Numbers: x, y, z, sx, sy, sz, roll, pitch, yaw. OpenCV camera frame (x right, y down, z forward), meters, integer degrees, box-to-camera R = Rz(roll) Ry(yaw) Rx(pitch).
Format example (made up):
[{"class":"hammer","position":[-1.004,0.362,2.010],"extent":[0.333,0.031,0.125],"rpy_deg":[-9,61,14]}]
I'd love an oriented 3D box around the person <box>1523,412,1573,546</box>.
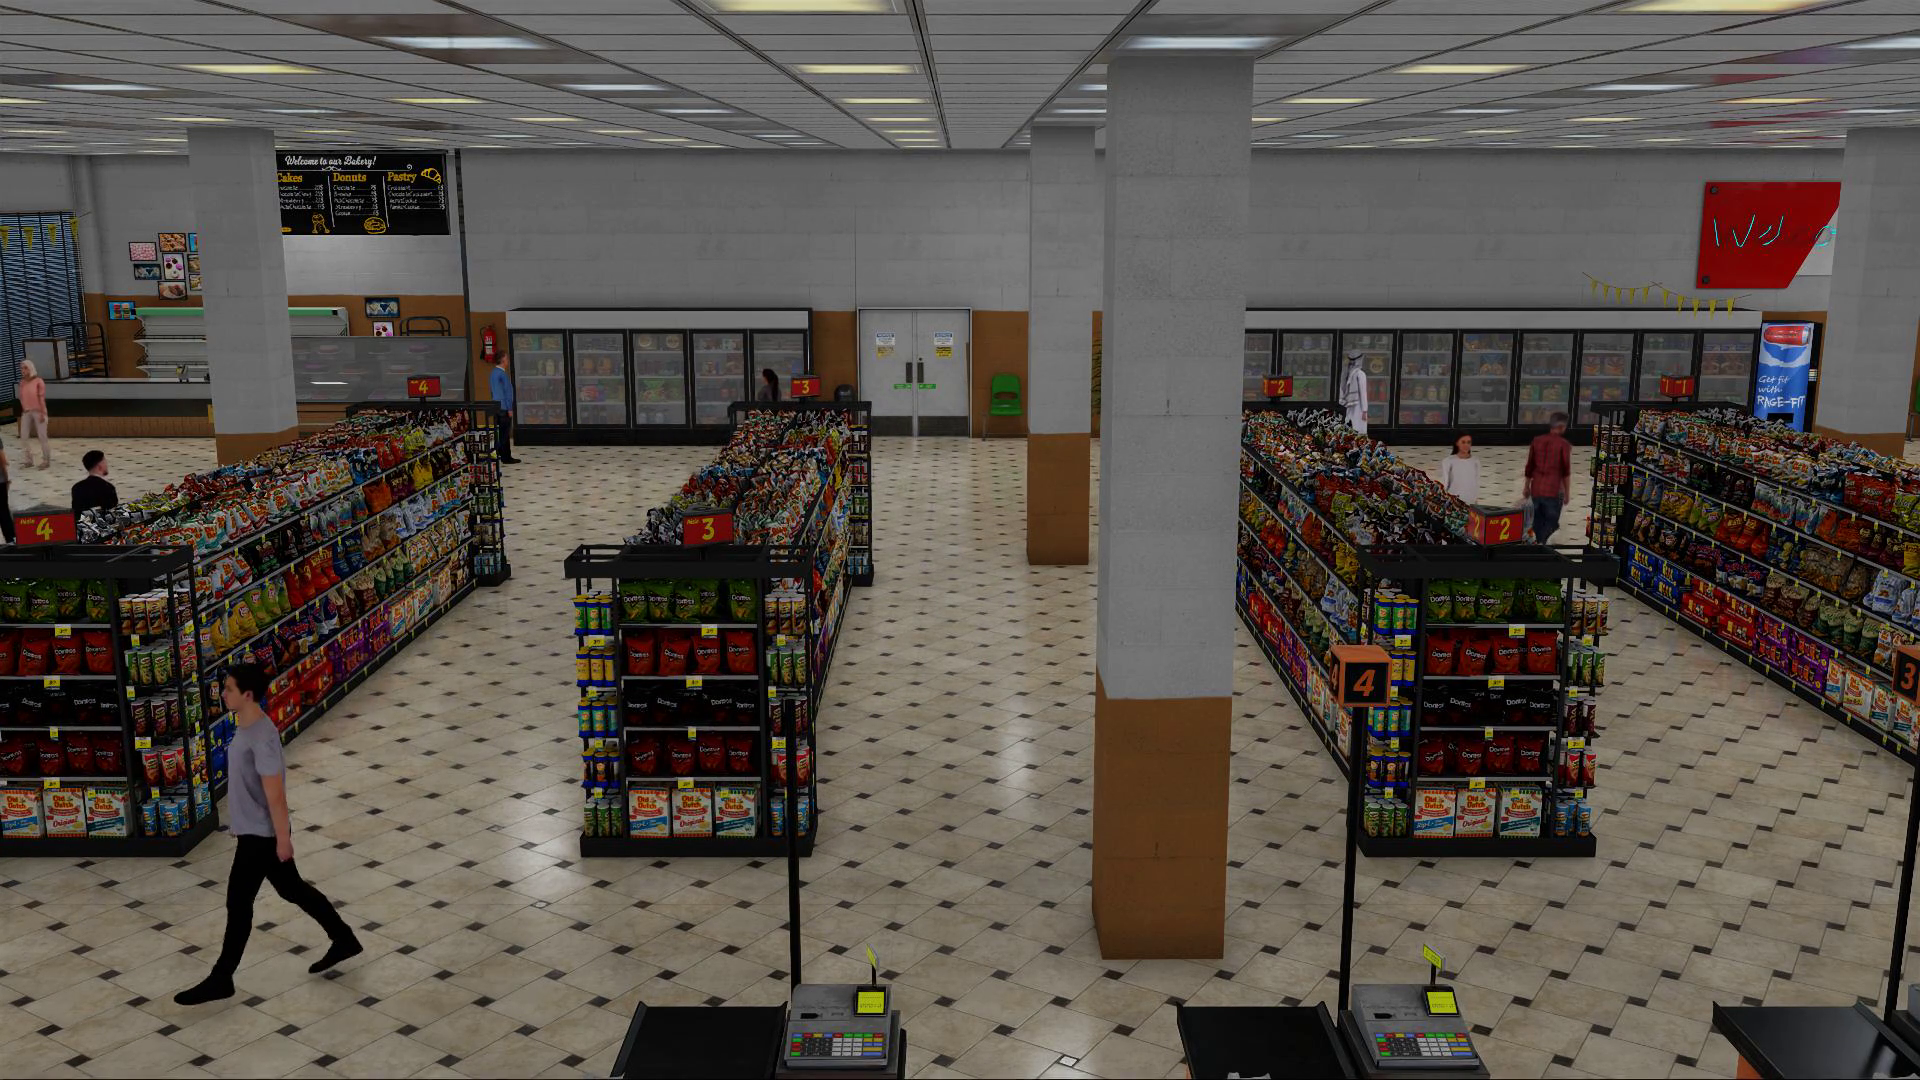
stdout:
[{"class":"person","position":[6.740,-0.556,19.162],"extent":[1.079,1.803,1.078],"rpy_deg":[-10,15,-38]}]

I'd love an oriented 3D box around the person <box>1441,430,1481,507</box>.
[{"class":"person","position":[5.600,-0.399,18.700],"extent":[0.613,1.686,0.556],"rpy_deg":[-1,12,-6]}]

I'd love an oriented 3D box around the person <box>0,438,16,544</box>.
[{"class":"person","position":[-11.457,-0.623,19.653],"extent":[1.038,1.730,1.176],"rpy_deg":[-9,15,-36]}]

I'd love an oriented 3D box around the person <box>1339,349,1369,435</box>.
[{"class":"person","position":[6.060,-1.975,25.601],"extent":[0.857,1.926,0.754],"rpy_deg":[-7,14,-29]}]

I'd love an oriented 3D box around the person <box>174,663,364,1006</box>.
[{"class":"person","position":[-3.677,1.572,9.014],"extent":[1.126,1.819,1.251],"rpy_deg":[-6,14,-28]}]

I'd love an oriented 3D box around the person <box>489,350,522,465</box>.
[{"class":"person","position":[-7.337,-2.139,26.642],"extent":[0.802,1.818,0.730],"rpy_deg":[-11,16,-41]}]

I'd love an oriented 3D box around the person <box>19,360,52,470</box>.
[{"class":"person","position":[-14.478,-1.979,26.143],"extent":[0.604,1.709,0.743],"rpy_deg":[0,12,2]}]

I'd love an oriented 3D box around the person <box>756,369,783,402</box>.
[{"class":"person","position":[-2.832,-1.725,25.106],"extent":[1.078,1.641,1.099],"rpy_deg":[8,15,35]}]

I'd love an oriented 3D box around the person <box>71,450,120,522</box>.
[{"class":"person","position":[-8.431,0.080,16.161],"extent":[1.026,1.794,1.288],"rpy_deg":[6,13,26]}]
